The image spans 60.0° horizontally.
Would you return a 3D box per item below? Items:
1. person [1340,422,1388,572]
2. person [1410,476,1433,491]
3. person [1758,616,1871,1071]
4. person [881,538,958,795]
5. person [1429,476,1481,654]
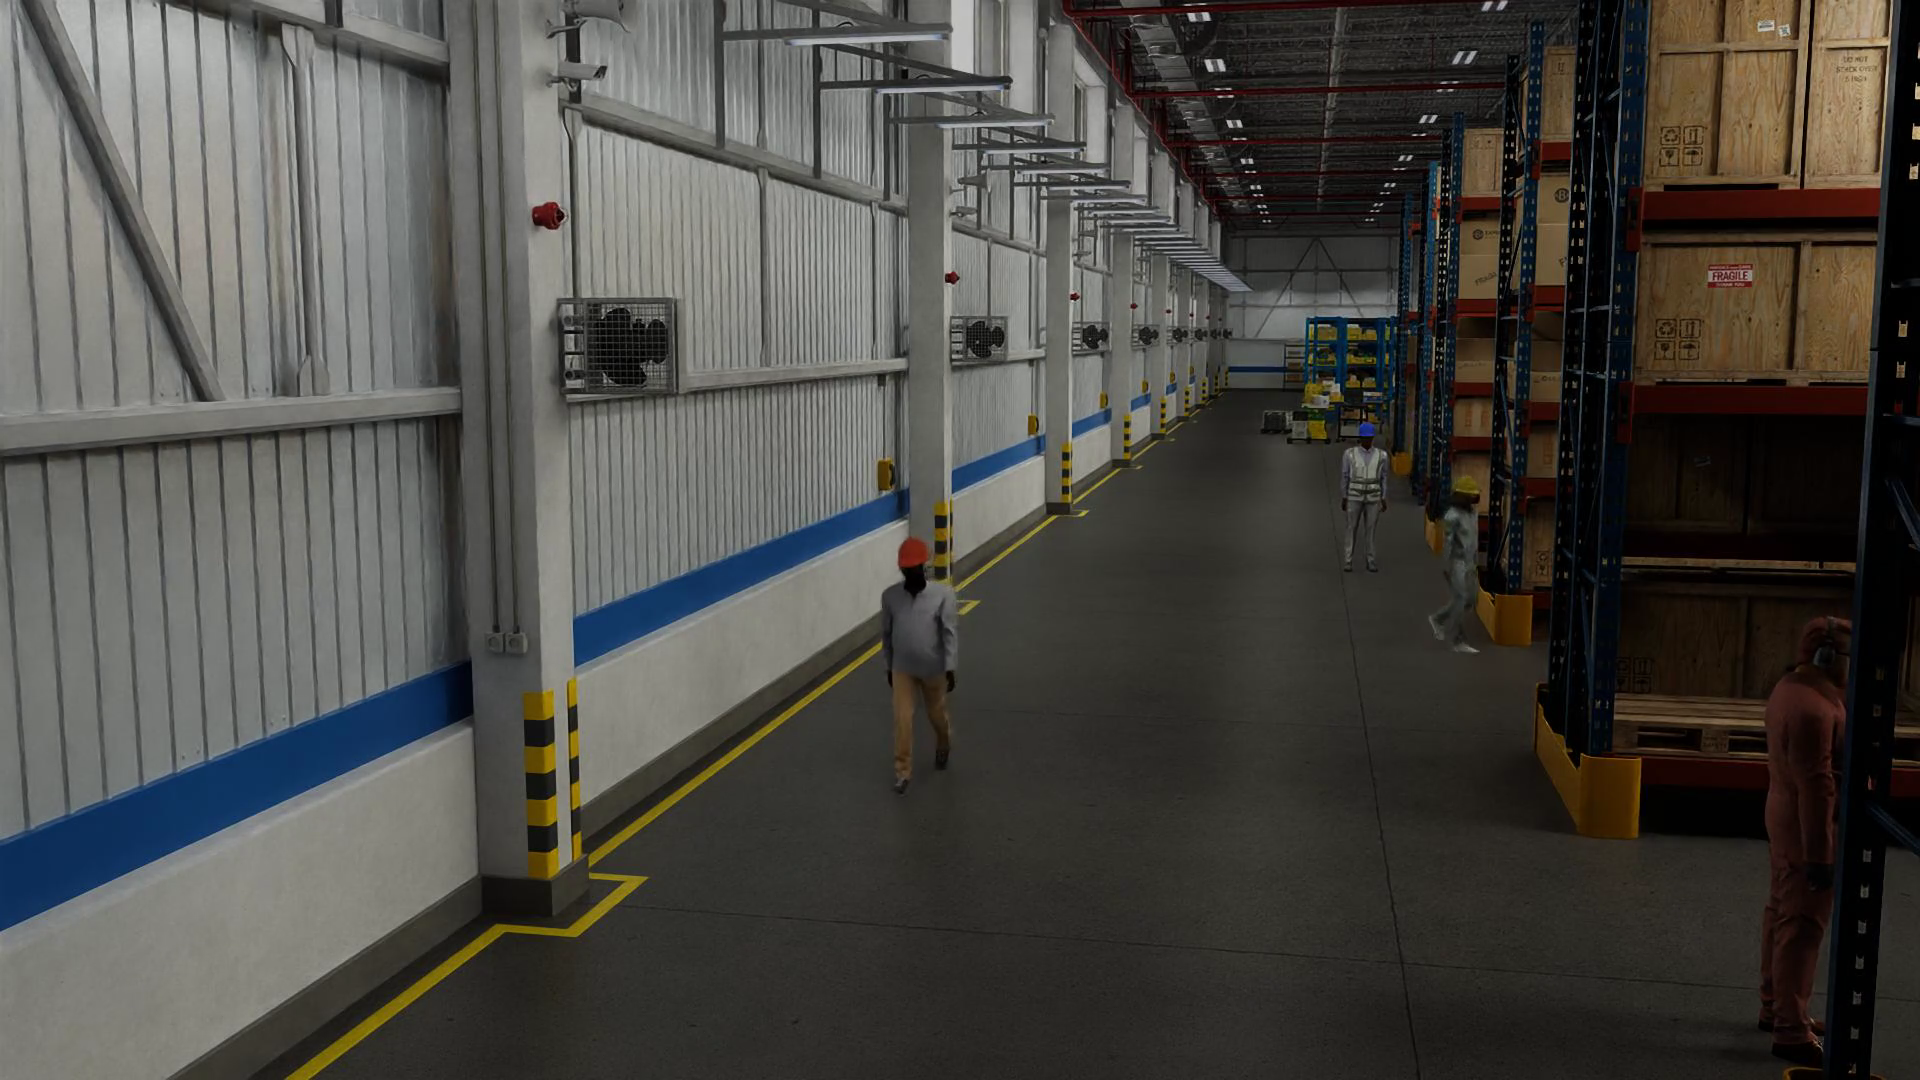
[{"bbox_3d":[5.223,-0.552,21.503,0.604,1.949,0.389,0,7,3],"label":"person"},{"bbox_3d":[9.146,-1.884,32.310,0.568,1.908,0.585,-2,8,-18],"label":"person"},{"bbox_3d":[3.655,1.267,7.123,0.410,1.906,0.642,2,7,18],"label":"person"},{"bbox_3d":[-0.264,0.822,11.420,0.564,1.724,0.788,1,7,11],"label":"person"},{"bbox_3d":[4.815,0.226,16.132,0.503,1.726,0.530,-6,9,-39],"label":"person"}]
